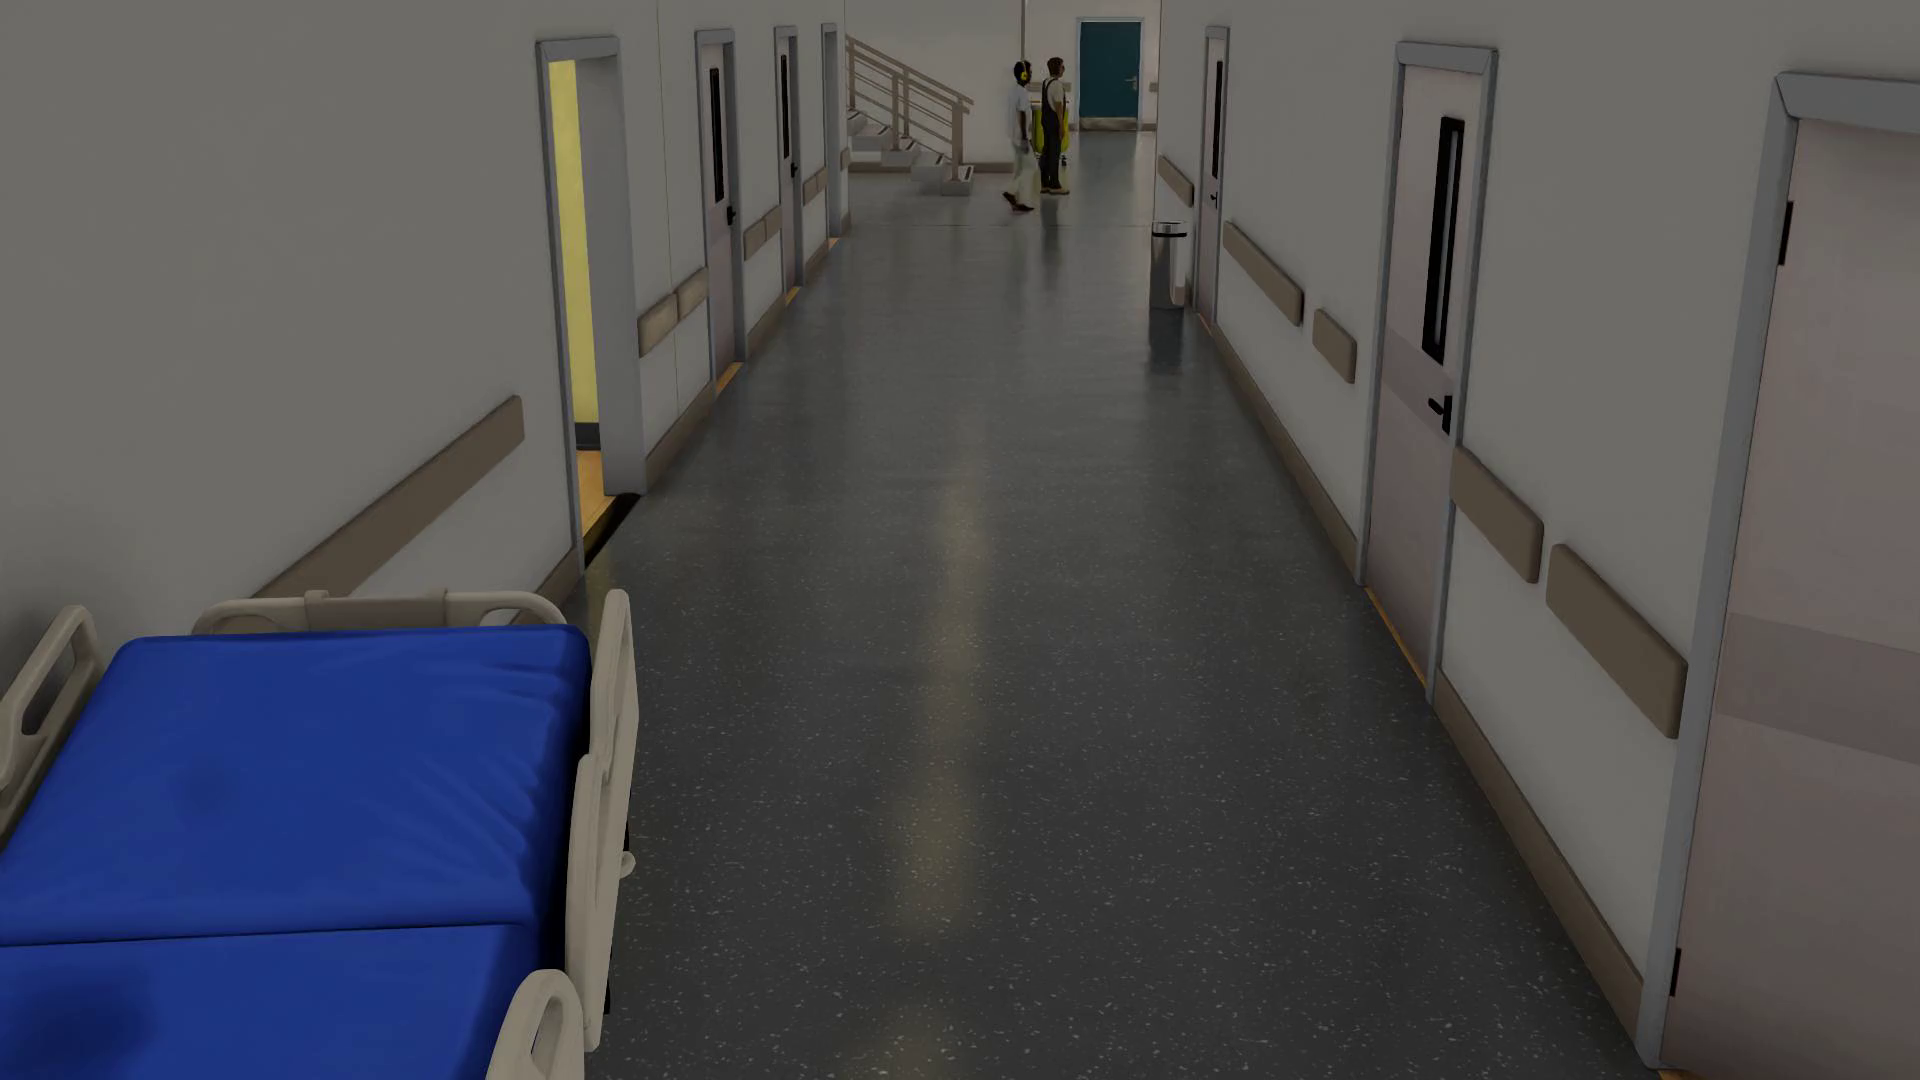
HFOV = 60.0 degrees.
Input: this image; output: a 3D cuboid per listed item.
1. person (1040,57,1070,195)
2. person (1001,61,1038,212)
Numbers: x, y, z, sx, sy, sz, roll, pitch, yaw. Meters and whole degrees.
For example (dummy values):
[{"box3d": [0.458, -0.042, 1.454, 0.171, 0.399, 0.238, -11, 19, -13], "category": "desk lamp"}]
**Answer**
[{"box3d": [1.294, -5.701, 22.925, 0.344, 1.847, 0.507, -8, 19, -24], "category": "person"}, {"box3d": [0.776, -5.035, 20.816, 0.402, 1.856, 0.556, -6, 18, -17], "category": "person"}]
